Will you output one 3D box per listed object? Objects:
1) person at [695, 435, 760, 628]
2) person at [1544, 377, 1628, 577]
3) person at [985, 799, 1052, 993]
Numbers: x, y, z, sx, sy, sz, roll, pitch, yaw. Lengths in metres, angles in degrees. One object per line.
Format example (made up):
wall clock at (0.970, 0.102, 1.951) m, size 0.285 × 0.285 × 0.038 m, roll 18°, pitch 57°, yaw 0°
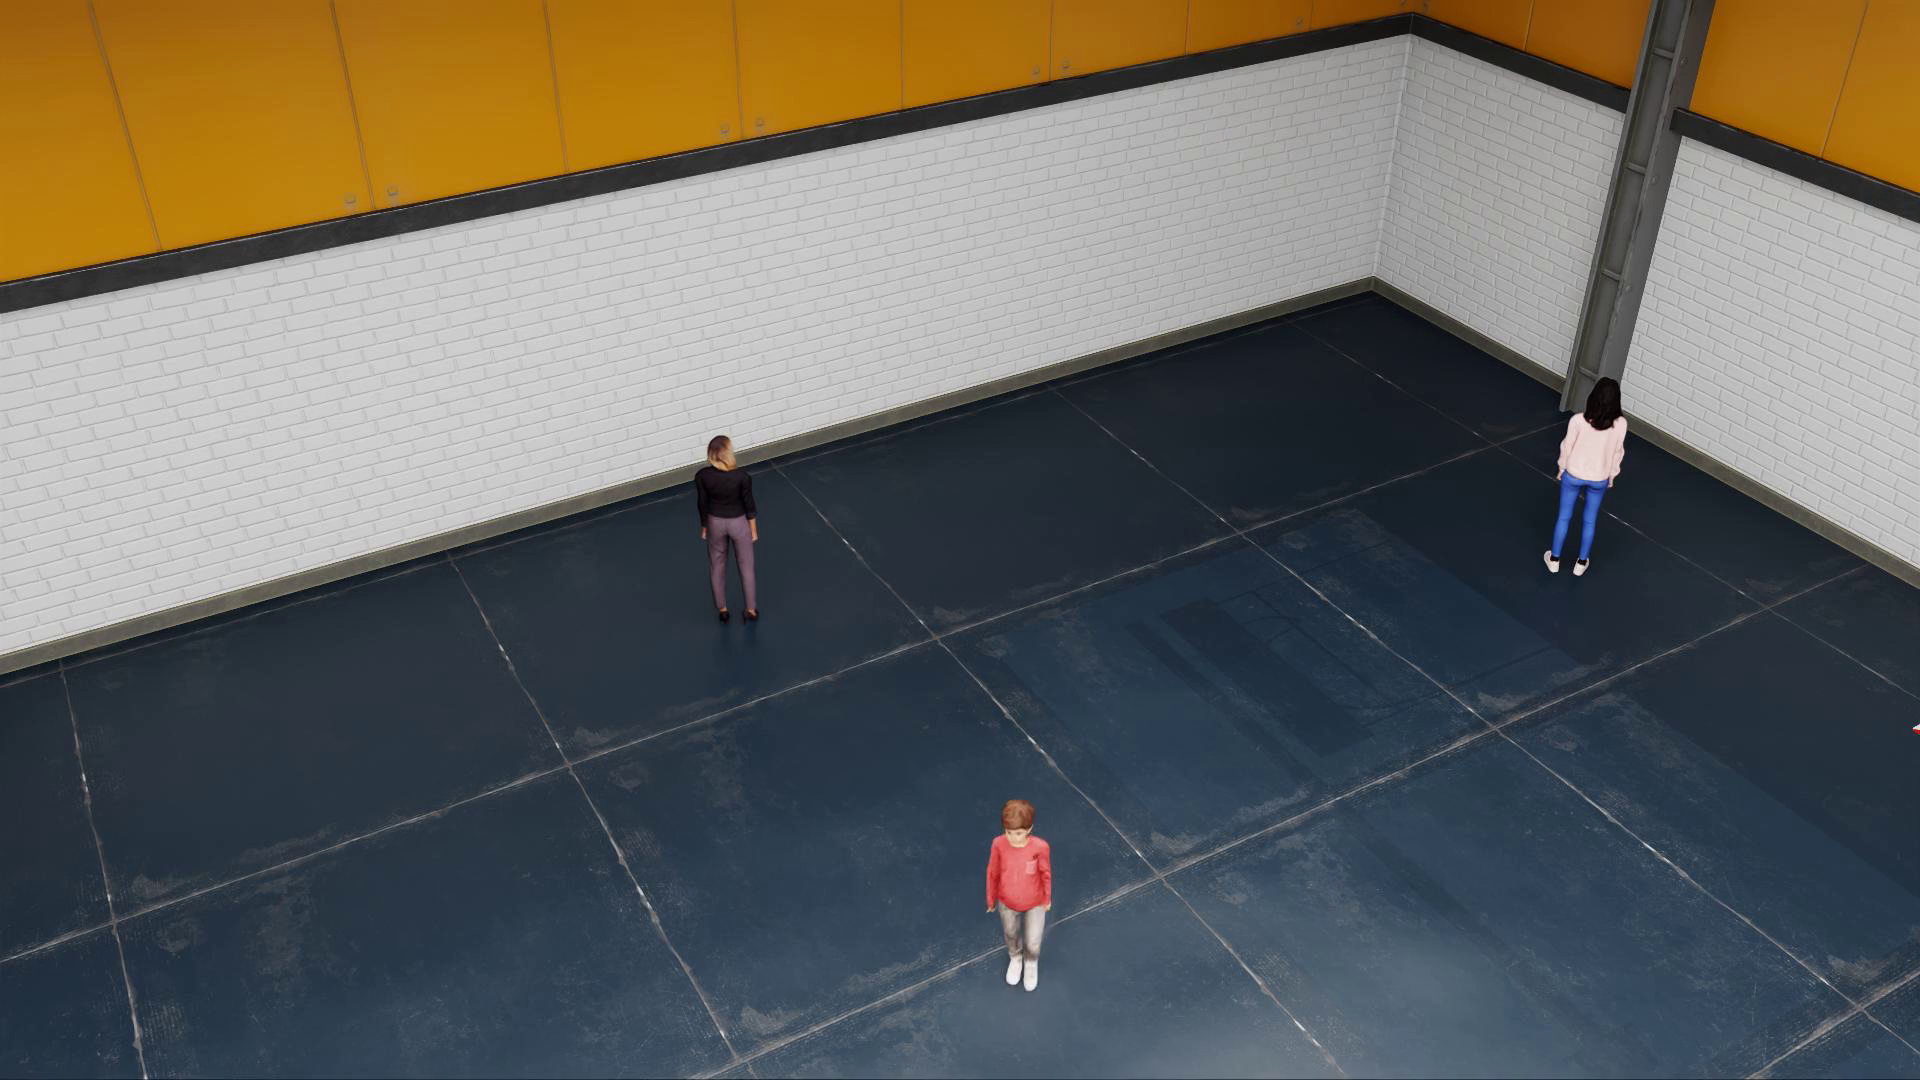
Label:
person at (-1.785, -0.058, 12.806) m, size 0.690 × 1.669 × 0.710 m, roll 1°, pitch 34°, yaw 2°
person at (5.040, -0.505, 13.388) m, size 0.707 × 1.770 × 0.774 m, roll 9°, pitch 35°, yaw 14°
person at (0.375, 2.058, 9.861) m, size 0.632 × 1.405 × 0.689 m, roll 7°, pitch 34°, yaw 11°
